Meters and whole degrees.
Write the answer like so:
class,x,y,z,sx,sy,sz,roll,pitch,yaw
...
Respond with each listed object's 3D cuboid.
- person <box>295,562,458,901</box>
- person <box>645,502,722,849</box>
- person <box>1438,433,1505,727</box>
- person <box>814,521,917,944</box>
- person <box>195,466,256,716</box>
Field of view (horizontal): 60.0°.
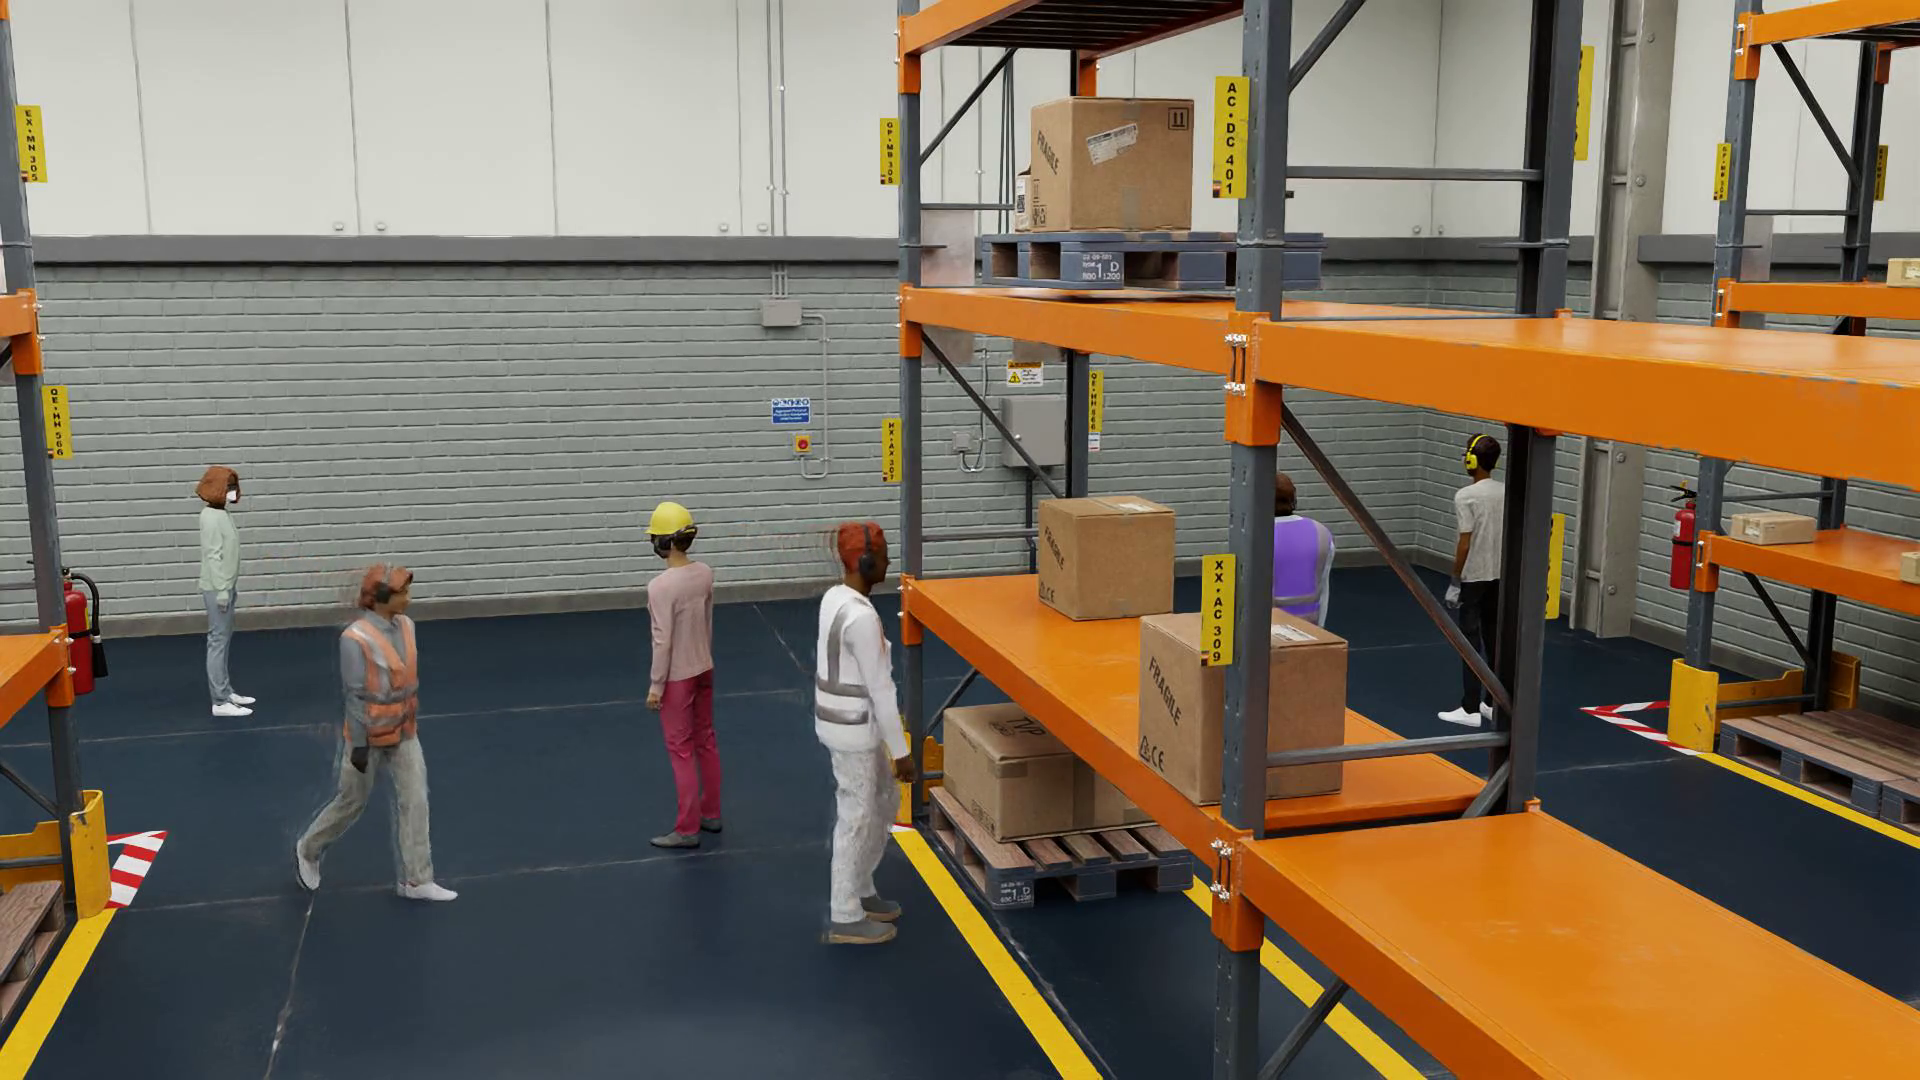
class,x,y,z,sx,sy,sz,roll,pitch,yaw
person,-2.768,0.891,7.751,0.790,1.603,0.514,3,10,18
person,-1.433,0.684,8.455,0.328,1.767,0.531,4,11,22
person,3.296,0.256,10.603,0.513,1.871,0.329,-6,12,-31
person,-0.390,0.848,7.225,0.480,1.870,0.599,-2,10,-11
person,-4.814,0.326,10.875,0.283,1.633,0.498,-3,10,-16
